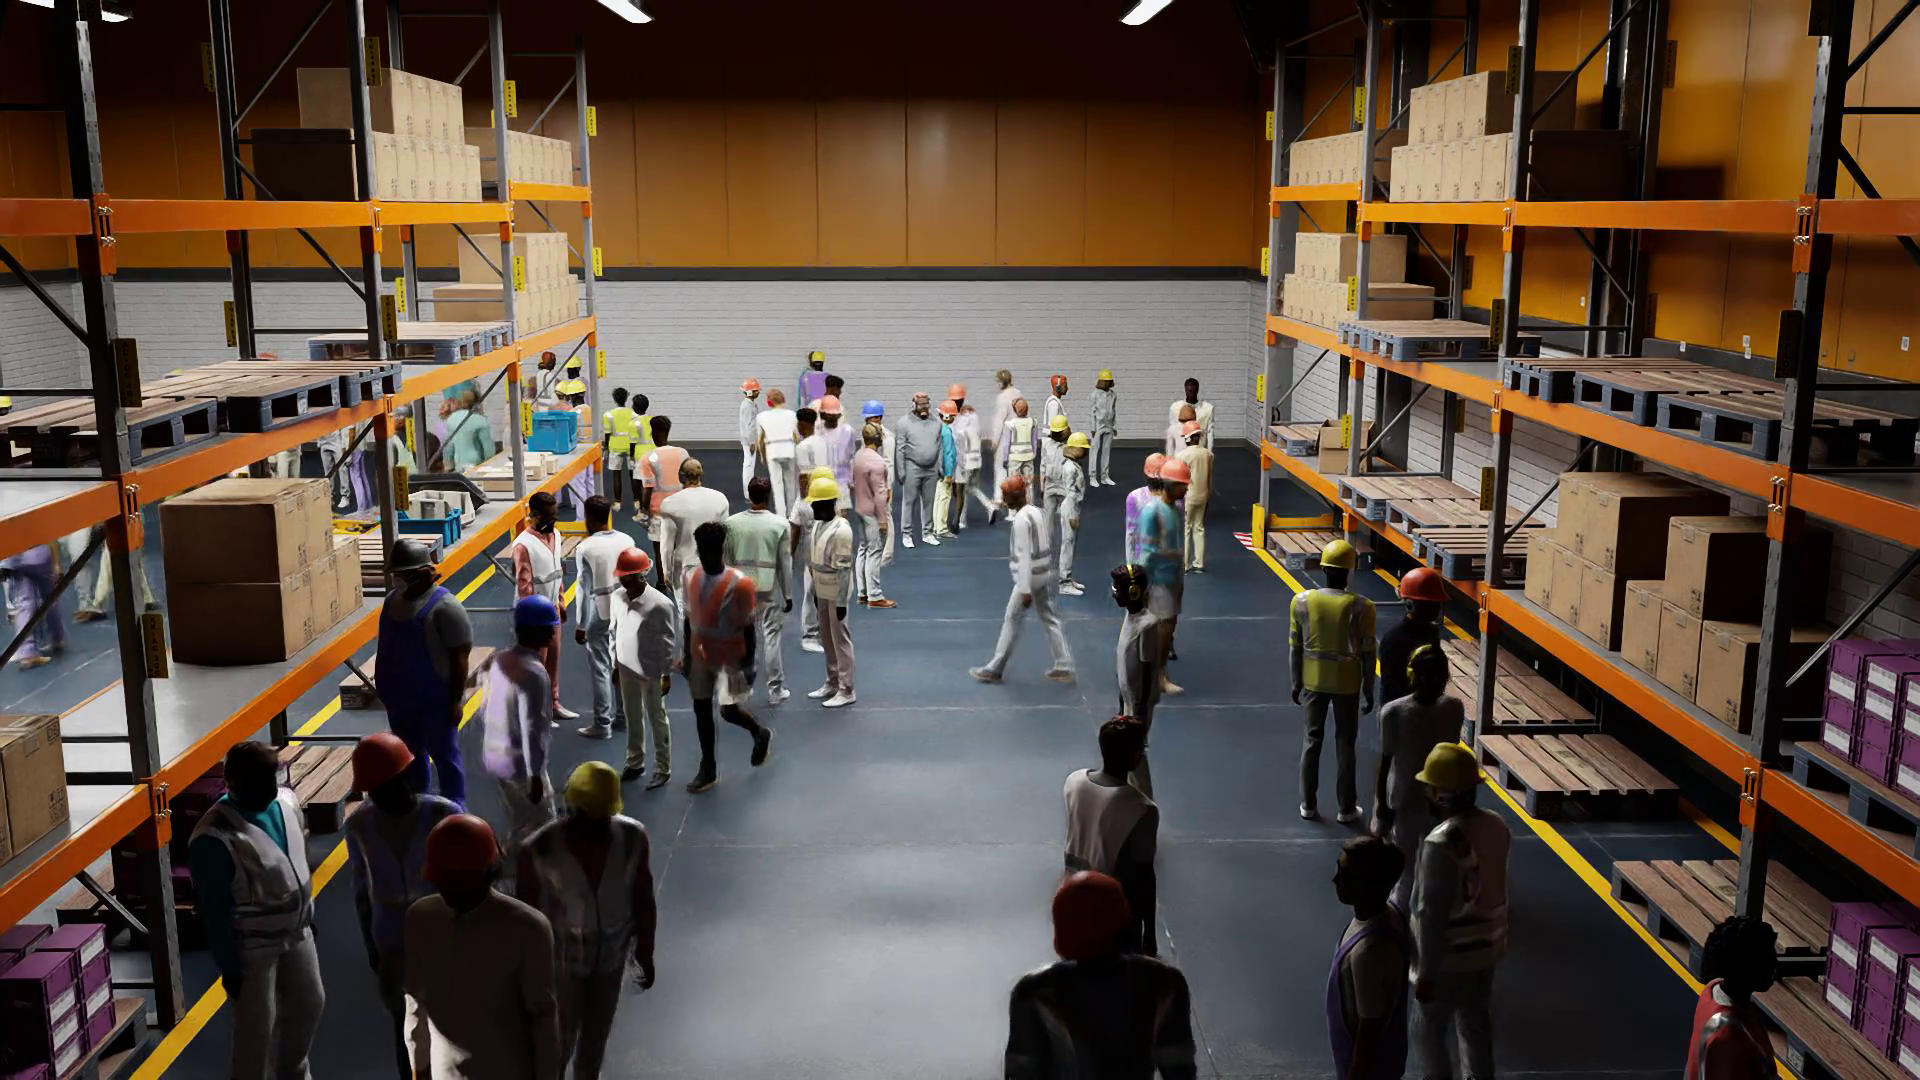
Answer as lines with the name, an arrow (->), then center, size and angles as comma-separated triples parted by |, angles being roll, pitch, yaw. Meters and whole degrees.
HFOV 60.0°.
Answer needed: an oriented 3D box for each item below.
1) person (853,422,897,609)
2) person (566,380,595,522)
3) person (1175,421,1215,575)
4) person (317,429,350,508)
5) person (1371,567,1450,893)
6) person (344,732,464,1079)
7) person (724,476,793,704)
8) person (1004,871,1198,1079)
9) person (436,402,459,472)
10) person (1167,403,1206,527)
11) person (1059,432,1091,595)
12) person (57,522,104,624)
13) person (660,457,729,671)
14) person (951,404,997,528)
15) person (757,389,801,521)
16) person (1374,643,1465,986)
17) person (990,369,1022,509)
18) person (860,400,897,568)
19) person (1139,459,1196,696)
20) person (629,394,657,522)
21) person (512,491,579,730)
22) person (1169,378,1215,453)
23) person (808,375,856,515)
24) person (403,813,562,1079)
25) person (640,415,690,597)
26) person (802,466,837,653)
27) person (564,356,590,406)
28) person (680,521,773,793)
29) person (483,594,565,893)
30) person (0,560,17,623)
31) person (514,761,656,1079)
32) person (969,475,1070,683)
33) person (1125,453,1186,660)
person -> -0.895, -0.255, 17.166 | 0.361, 1.939, 0.635 | -5, 12, -24
person -> -4.897, -1.104, 21.501 | 0.396, 1.912, 0.591 | 4, 12, 20
person -> 2.605, -0.478, 18.800 | 0.572, 1.737, 0.354 | -8, 14, -37
person -> -8.685, -1.311, 22.974 | 0.483, 1.736, 0.311 | 4, 12, 18
person -> 2.720, 1.139, 10.030 | 0.382, 1.996, 0.608 | 9, 15, 39
person -> -2.420, 1.714, 7.420 | 0.549, 1.895, 0.943 | -1, 11, -7
person -> -1.678, 0.418, 13.881 | 0.586, 1.910, 0.395 | 3, 12, 15
person -> 0.470, 2.041, 5.503 | 0.632, 2.022, 0.396 | -5, 12, -22
person -> -6.612, -0.968, 21.518 | 0.315, 1.631, 0.526 | -7, 13, -33
person -> 2.942, -0.956, 21.494 | 0.516, 1.628, 0.355 | 8, 14, 36
person -> 1.232, -0.293, 17.852 | 0.324, 1.740, 0.492 | 2, 11, 8
person -> -8.893, -0.113, 16.539 | 0.635, 1.903, 0.829 | 0, 11, -2
person -> -2.353, 0.225, 14.800 | 0.635, 1.932, 0.363 | -6, 13, -26
person -> 0.167, -0.934, 21.351 | 0.569, 1.620, 0.529 | 9, 15, 40
person -> -2.331, -1.052, 21.554 | 0.577, 1.789, 0.956 | -3, 12, -14
person -> 2.434, 1.430, 8.933 | 0.533, 1.855, 0.526 | -3, 12, -15
person -> 0.642, -1.401, 22.970 | 0.490, 1.924, 0.741 | 6, 13, 26
person -> -0.961, -0.652, 19.156 | 0.417, 1.940, 0.606 | -8, 14, -33
person -> 1.722, 0.321, 14.074 | 0.469, 2.021, 0.642 | 9, 14, 38
person -> -4.164, -1.080, 21.952 | 0.322, 1.692, 0.530 | 8, 14, 33
person -> -3.326, 0.552, 13.206 | 0.405, 1.909, 0.597 | 3, 12, 14
person -> 3.026, -1.176, 21.840 | 0.597, 1.916, 0.376 | 3, 12, 13
person -> -1.748, -1.215, 21.991 | 0.491, 1.930, 0.667 | -7, 14, -33
person -> -1.753, 1.935, 6.076 | 0.621, 1.985, 0.408 | 3, 12, 16
person -> -3.115, -0.342, 17.532 | 0.367, 1.967, 0.606 | 10, 15, 41
person -> -1.293, 0.171, 15.529 | 0.325, 1.740, 0.492 | 4, 12, 17
person -> -5.739, -1.794, 24.915 | 0.374, 1.924, 0.595 | 2, 11, 8
person -> -1.695, 0.800, 11.855 | 0.622, 1.944, 0.679 | 7, 13, 30
person -> -2.554, 1.273, 9.571 | 0.660, 1.915, 0.616 | -8, 14, -36
person -> -9.606, -0.074, 16.418 | 0.582, 1.879, 0.357 | -9, 15, -39
person -> -1.641, 1.803, 7.252 | 0.649, 1.795, 0.487 | -7, 13, -32
person -> 0.537, 0.353, 14.405 | 0.789, 1.857, 0.656 | 3, 12, 17
person -> 1.783, 0.151, 15.182 | 0.550, 1.923, 0.391 | -1, 11, -3
